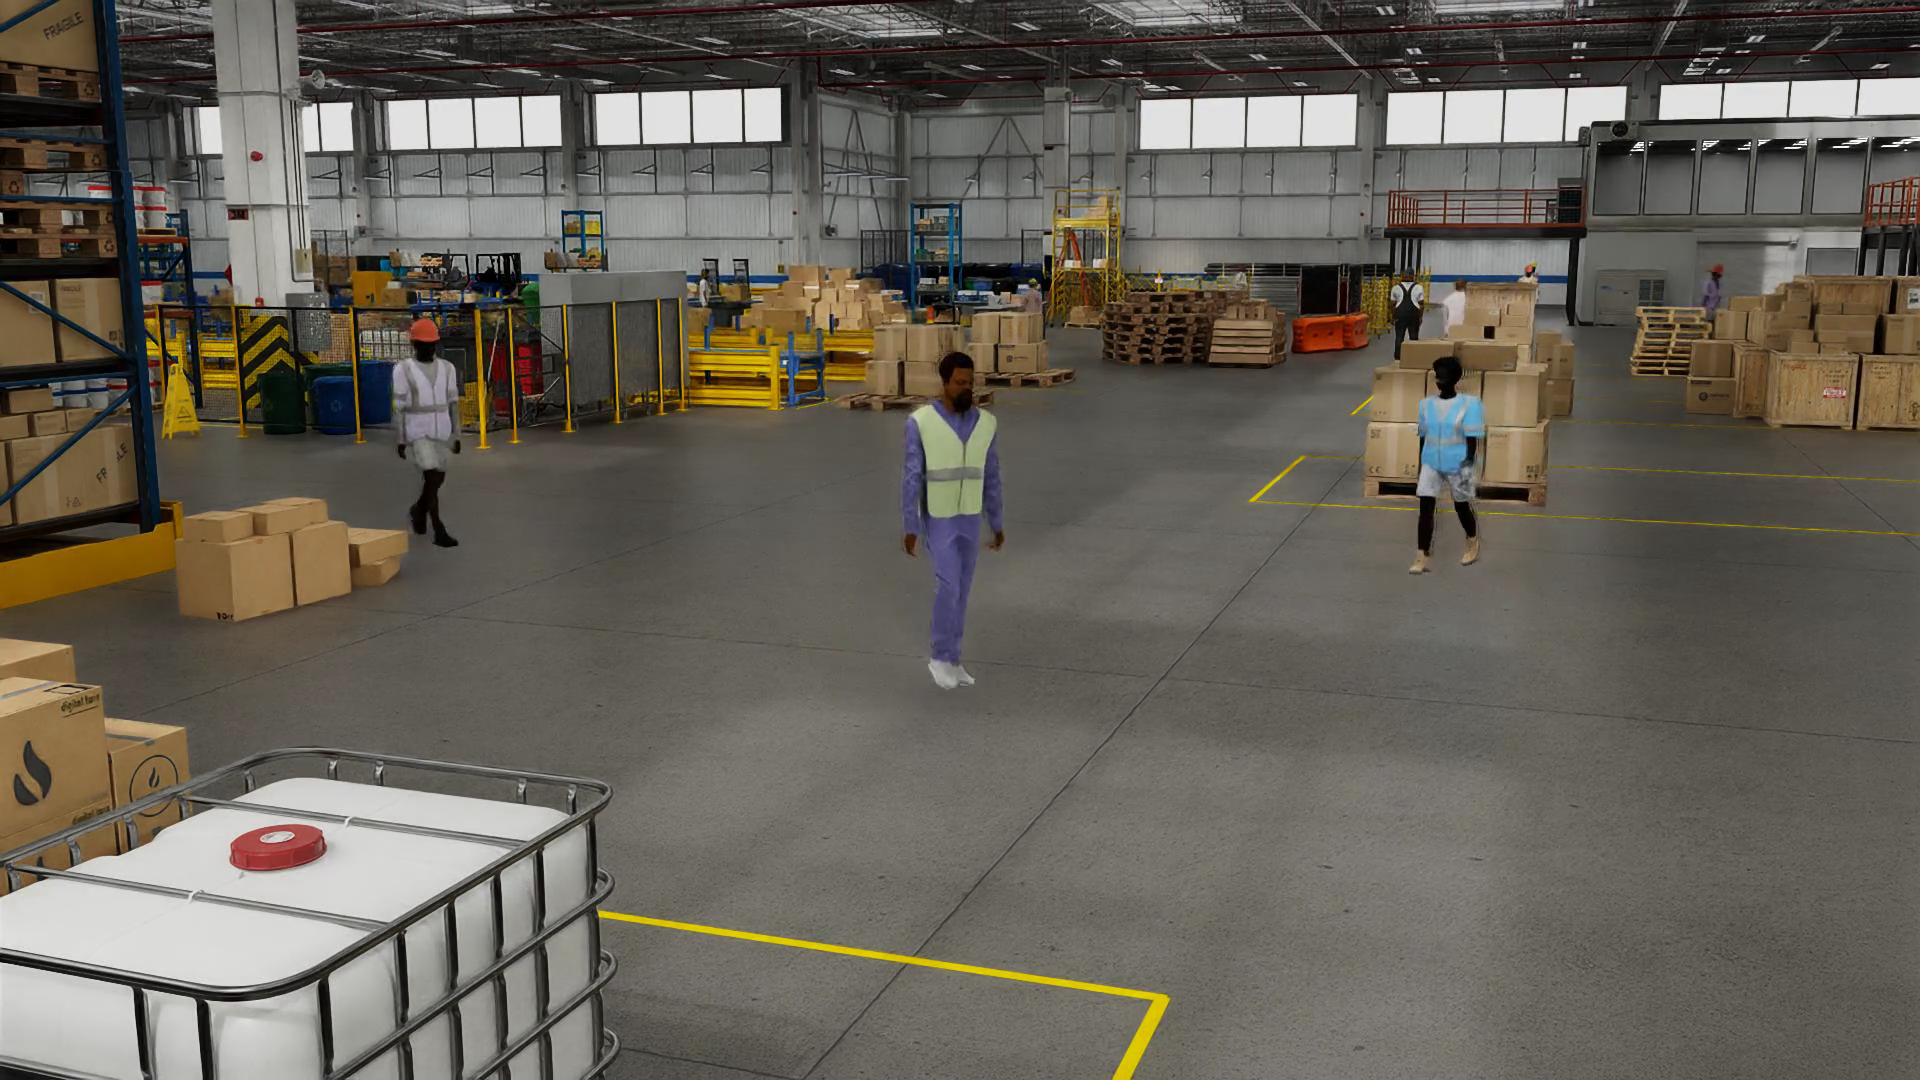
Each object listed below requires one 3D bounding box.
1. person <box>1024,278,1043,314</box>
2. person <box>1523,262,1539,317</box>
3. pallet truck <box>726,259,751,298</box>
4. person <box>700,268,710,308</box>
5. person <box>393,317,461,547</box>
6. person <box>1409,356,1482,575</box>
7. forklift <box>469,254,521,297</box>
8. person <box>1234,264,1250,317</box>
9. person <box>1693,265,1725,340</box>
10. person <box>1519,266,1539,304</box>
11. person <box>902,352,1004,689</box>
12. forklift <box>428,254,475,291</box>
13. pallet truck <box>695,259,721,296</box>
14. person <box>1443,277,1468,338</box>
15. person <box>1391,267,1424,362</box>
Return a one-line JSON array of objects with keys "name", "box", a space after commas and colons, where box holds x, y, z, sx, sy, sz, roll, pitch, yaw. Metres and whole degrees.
[{"name": "person", "box": [1.678, -5.349, 39.439, 0.523, 1.733, 0.693, 9, 13, 41]}, {"name": "person", "box": [19.918, -8.747, 58.071, 0.622, 1.906, 0.444, -3, 11, -19]}, {"name": "pallet truck", "box": [-7.986, -9.493, 62.019, 0.823, 1.965, 1.885, 3, 11, 17]}, {"name": "person", "box": [-7.001, -6.545, 45.799, 0.311, 1.863, 0.532, -2, 10, -9]}, {"name": "person", "box": [-4.504, -0.923, 14.019, 0.550, 1.913, 0.866, -9, 14, -42]}, {"name": "person", "box": [3.765, -0.589, 12.793, 0.527, 1.668, 0.811, 8, 13, 38]}, {"name": "forklift", "box": [-17.990, -10.121, 64.684, 1.157, 1.987, 2.680, 3, 11, 17]}, {"name": "person", "box": [9.599, -8.555, 57.159, 0.863, 1.857, 0.569, -2, 10, -12]}, {"name": "person", "box": [18.257, -5.677, 40.450, 0.627, 2.024, 0.571, -5, 11, -27]}, {"name": "person", "box": [16.771, -7.141, 49.091, 0.568, 1.885, 0.982, 2, 10, 9]}, {"name": "person", "box": [-0.006, -0.101, 9.376, 0.619, 1.904, 0.537, -7, 12, -35]}, {"name": "forklift", "box": [-20.133, -10.254, 65.465, 1.157, 1.987, 2.680, 3, 11, 19]}, {"name": "pallet truck", "box": [-9.165, -9.627, 62.776, 0.823, 1.965, 1.885, 4, 11, 23]}, {"name": "person", "box": [8.920, -3.702, 29.614, 0.660, 1.921, 0.545, 10, 14, 44]}, {"name": "person", "box": [9.400, -4.707, 34.946, 0.672, 2.000, 0.536, 3, 11, 19]}]
